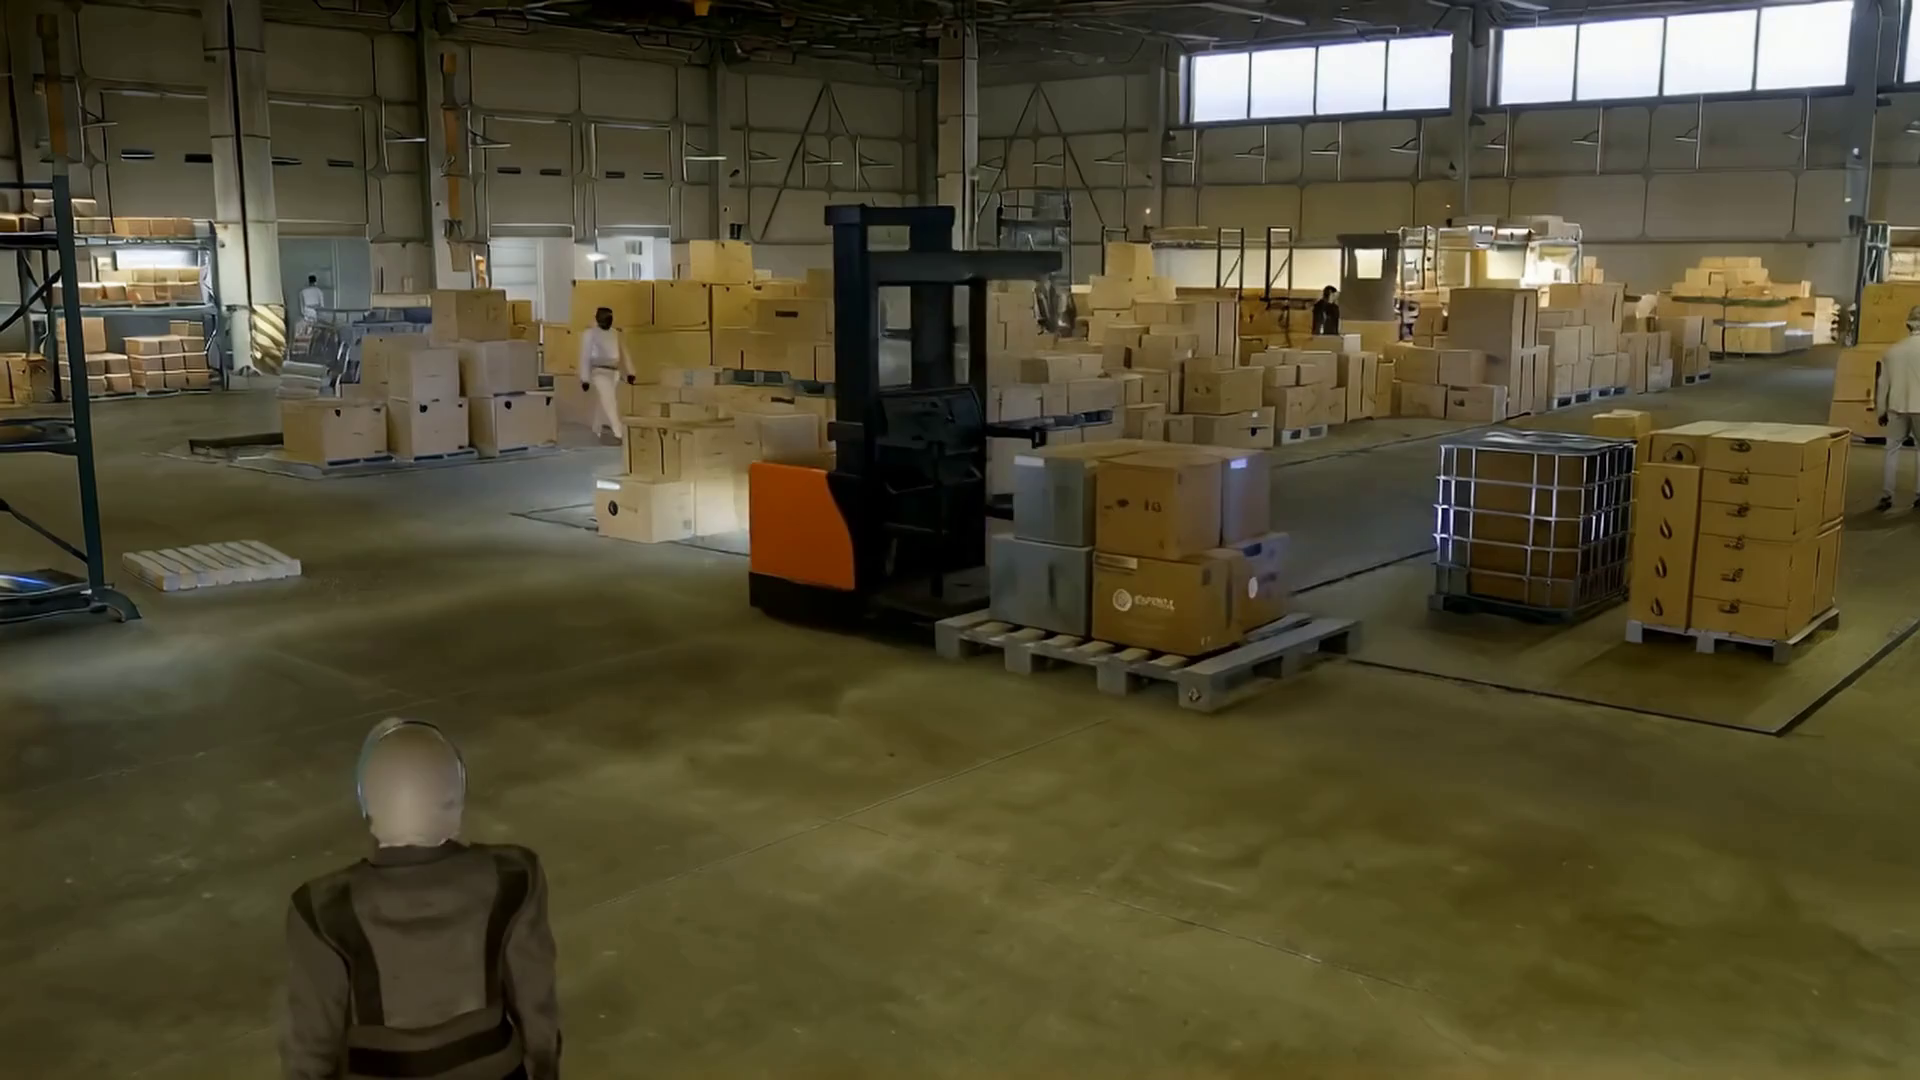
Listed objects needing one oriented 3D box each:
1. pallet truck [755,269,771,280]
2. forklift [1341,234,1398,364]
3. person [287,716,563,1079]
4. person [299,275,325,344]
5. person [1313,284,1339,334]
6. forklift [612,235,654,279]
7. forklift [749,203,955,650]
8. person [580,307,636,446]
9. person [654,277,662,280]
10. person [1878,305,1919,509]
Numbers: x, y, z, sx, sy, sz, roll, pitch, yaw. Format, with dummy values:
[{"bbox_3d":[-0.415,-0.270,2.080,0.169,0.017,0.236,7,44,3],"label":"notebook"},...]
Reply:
[{"bbox_3d":[-4.996,-6.432,45.525,1.885,1.965,0.823,-6,12,-32],"label":"pallet truck"},{"bbox_3d":[8.234,-4.769,33.546,1.129,2.768,1.873,1,10,8],"label":"forklift"},{"bbox_3d":[-1.049,1.159,3.334,0.522,1.636,0.310,-5,11,-27],"label":"person"},{"bbox_3d":[-15.337,-5.323,39.442,0.586,1.917,0.381,0,10,2],"label":"person"},{"bbox_3d":[6.220,-3.364,28.232,0.630,1.938,0.364,-10,14,-43],"label":"person"},{"bbox_3d":[-7.300,-5.450,37.421,1.873,2.768,1.129,8,13,40],"label":"forklift"},{"bbox_3d":[-0.460,-0.836,11.149,1.873,2.768,1.129,8,13,40],"label":"forklift"},{"bbox_3d":[-4.586,-2.138,21.696,1.005,1.783,0.624,7,12,33],"label":"person"},{"bbox_3d":[-6.518,-4.725,36.023,0.636,1.929,0.385,-5,11,-25],"label":"person"},{"bbox_3d":[9.345,-1.301,16.322,0.612,1.995,0.382,7,12,36],"label":"person"}]
